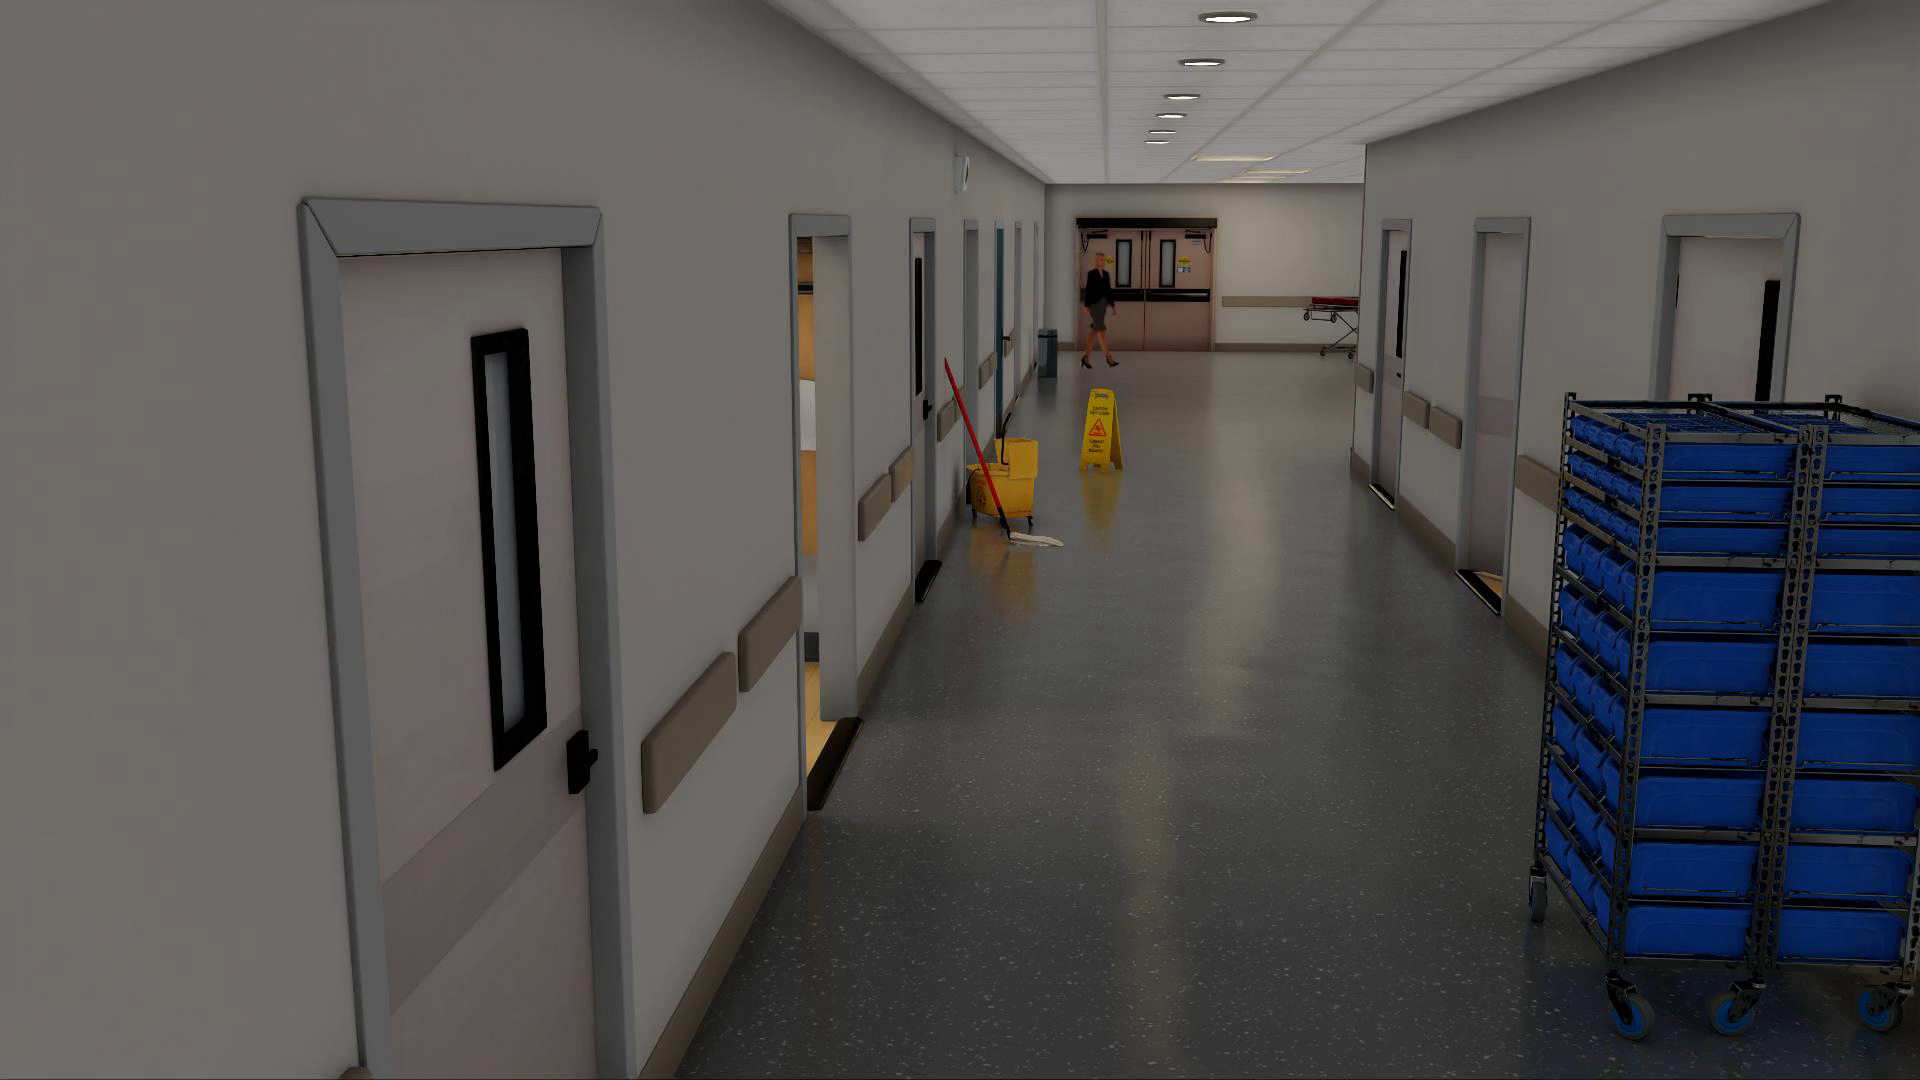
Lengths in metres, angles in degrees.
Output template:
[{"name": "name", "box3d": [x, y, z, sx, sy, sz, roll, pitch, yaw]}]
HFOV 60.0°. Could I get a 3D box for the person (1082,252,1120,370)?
[{"name": "person", "box3d": [2.085, -3.557, 26.101, 1.063, 1.788, 1.093, -10, 15, -43]}]
